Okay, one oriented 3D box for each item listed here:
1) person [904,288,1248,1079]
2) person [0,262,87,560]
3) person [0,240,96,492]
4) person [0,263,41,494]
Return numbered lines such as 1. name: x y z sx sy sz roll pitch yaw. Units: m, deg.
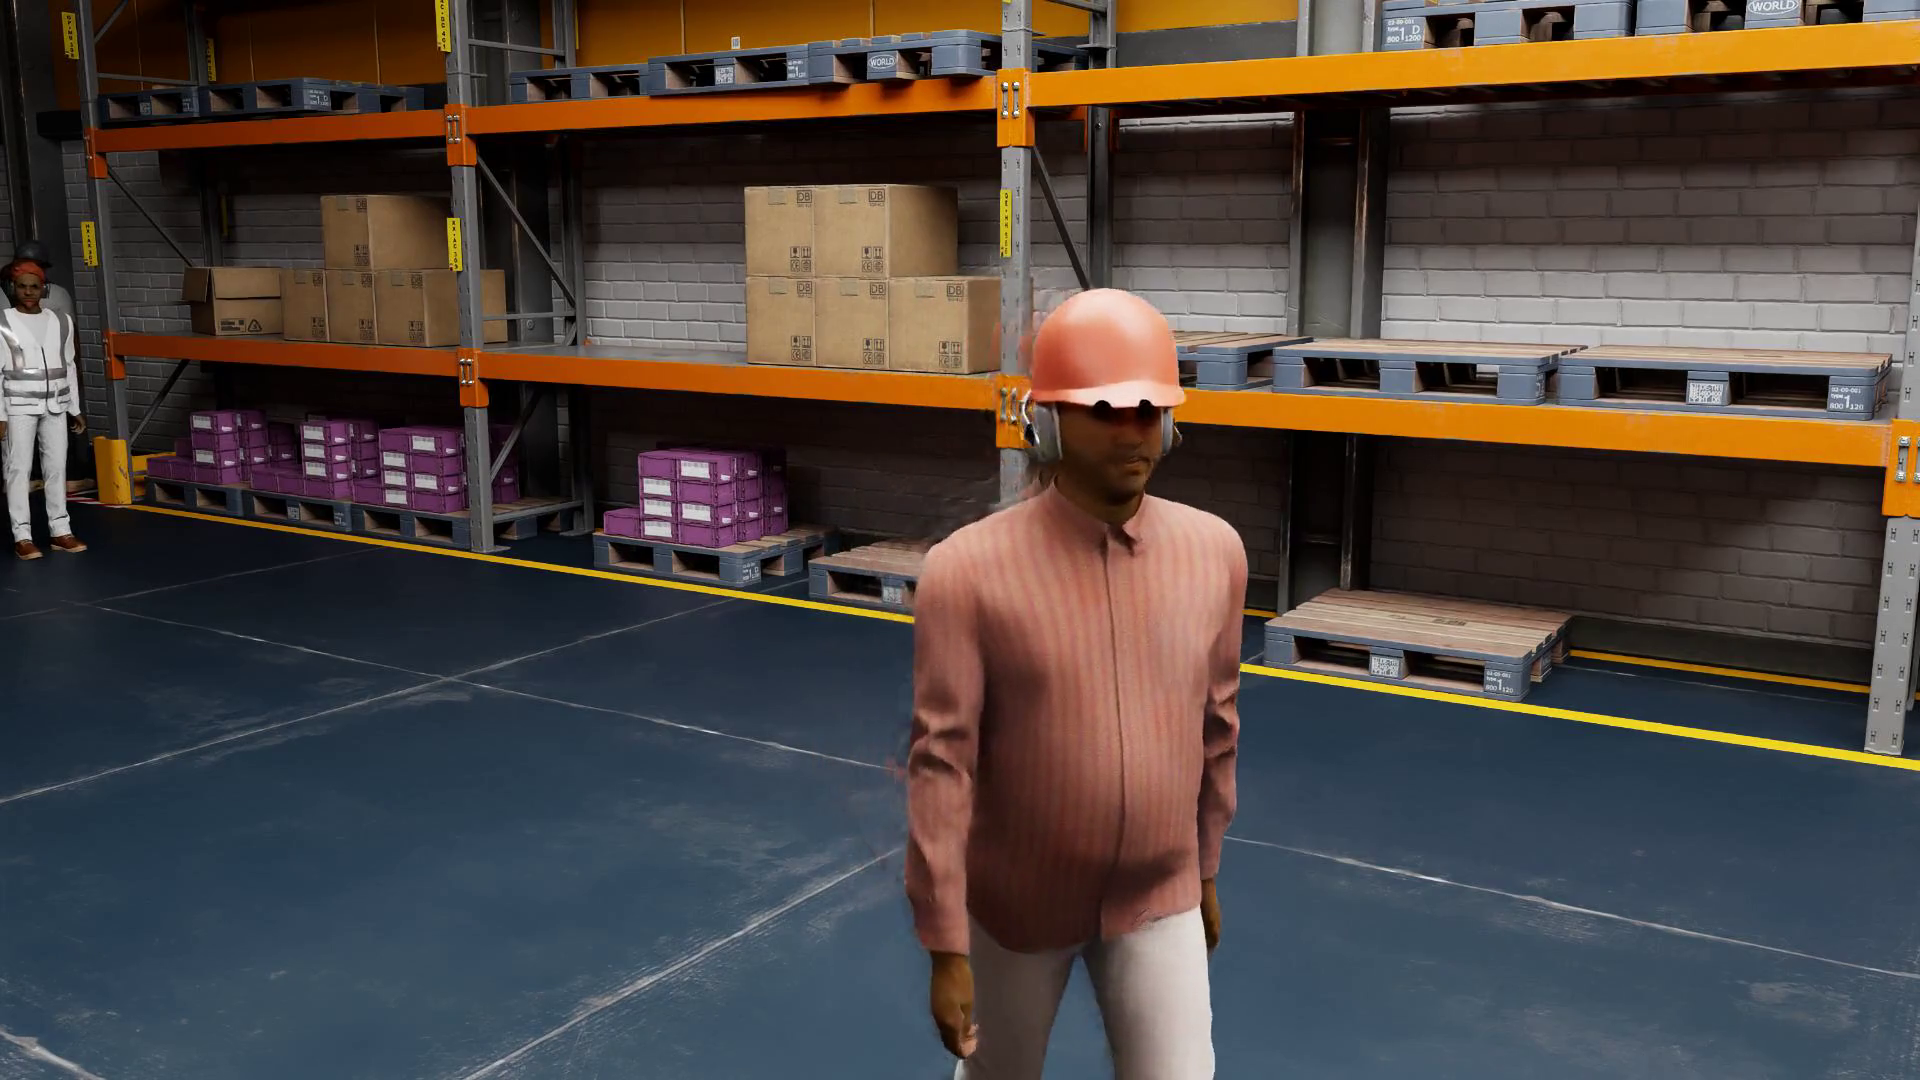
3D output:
1. person: 0.202 0.571 2.738 0.640 1.946 1.035 -4 11 -19
2. person: -5.907 -0.827 10.652 0.358 1.881 0.574 7 12 32
3. person: -7.384 -1.402 13.399 0.677 2.000 0.536 0 10 -2
4. person: -7.512 -1.294 13.357 0.629 1.840 0.429 -6 12 -29
